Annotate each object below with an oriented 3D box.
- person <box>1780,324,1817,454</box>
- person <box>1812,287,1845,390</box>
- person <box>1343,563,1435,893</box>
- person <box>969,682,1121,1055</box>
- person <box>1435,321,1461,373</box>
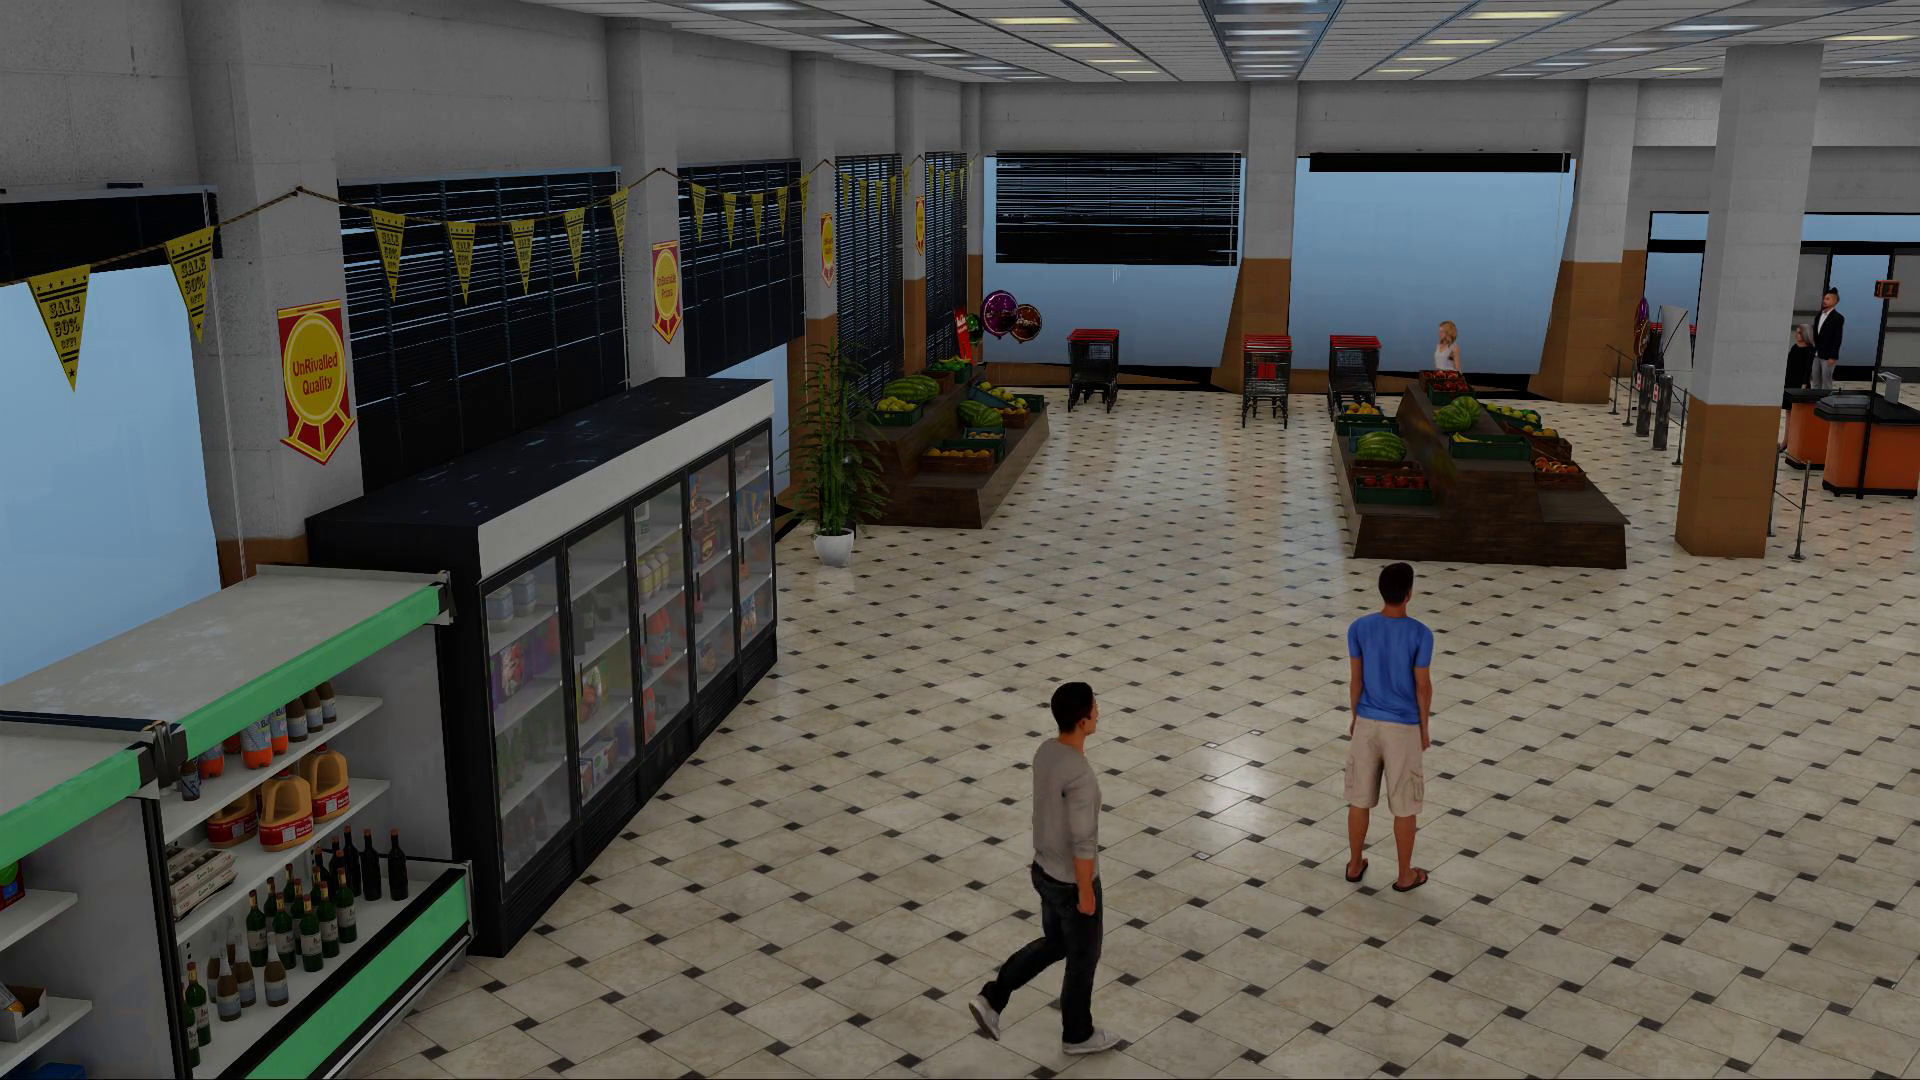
[{"bbox_3d":[11.116,-2.005,22.111,0.739,1.747,0.627,-3,14,-12],"label":"person"},{"bbox_3d":[13.089,-2.842,25.136,0.841,1.948,0.684,-3,14,-12],"label":"person"},{"bbox_3d":[2.398,1.037,9.320,0.729,1.863,0.697,8,16,30],"label":"person"},{"bbox_3d":[0.392,1.517,7.483,0.989,1.797,1.013,-5,14,-18],"label":"person"},{"bbox_3d":[6.922,-2.217,23.246,1.011,1.624,1.145,-5,14,-19],"label":"person"}]
